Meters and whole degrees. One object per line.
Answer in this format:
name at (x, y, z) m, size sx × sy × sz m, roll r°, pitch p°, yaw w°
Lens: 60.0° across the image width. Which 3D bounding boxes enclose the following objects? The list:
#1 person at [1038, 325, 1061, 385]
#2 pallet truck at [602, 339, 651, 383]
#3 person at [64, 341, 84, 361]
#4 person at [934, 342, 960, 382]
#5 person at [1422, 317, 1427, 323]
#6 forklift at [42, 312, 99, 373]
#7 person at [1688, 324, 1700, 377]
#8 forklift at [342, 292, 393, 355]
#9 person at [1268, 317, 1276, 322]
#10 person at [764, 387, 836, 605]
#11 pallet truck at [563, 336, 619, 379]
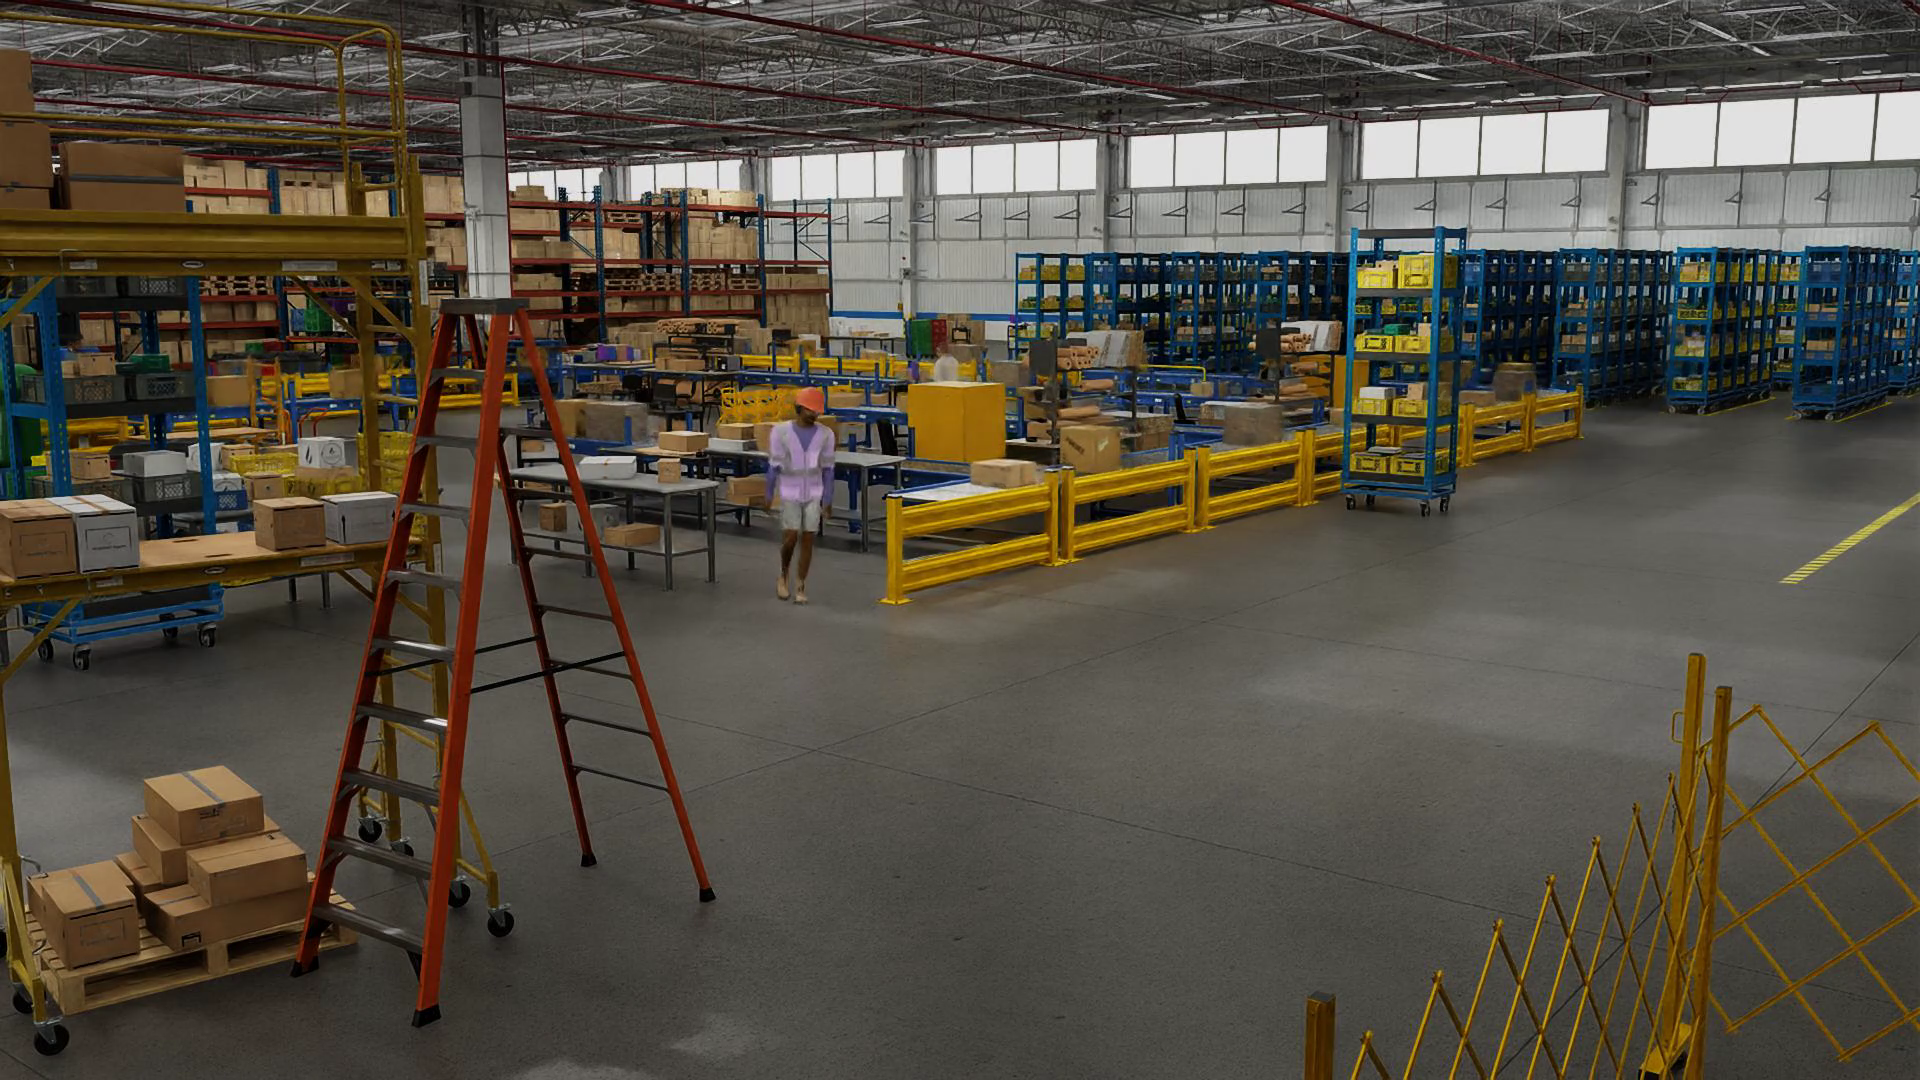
person at (2.308, -4.509, 41.665) m, size 0.687 × 1.744 × 0.533 m, roll 8°, pitch 12°, yaw 42°
pallet truck at (-8.991, -4.871, 45.351) m, size 0.653 × 1.274 × 1.630 m, roll 7°, pitch 11°, yaw 37°
person at (-18.884, -3.462, 35.620) m, size 0.704 × 1.609 × 0.329 m, roll -1°, pitch 9°, yaw -9°
person at (-0.236, -2.461, 28.543) m, size 0.715 × 1.865 × 0.738 m, roll 5°, pitch 11°, yaw 30°
person at (13.138, -5.397, 46.965) m, size 0.590 × 1.837 × 0.403 m, roll 1°, pitch 9°, yaw 5°
forklift at (-23.779, -5.451, 44.052) m, size 1.873 × 2.768 × 1.129 m, roll 7°, pitch 11°, yaw 36°
person at (18.671, -4.647, 42.287) m, size 0.482 × 1.828 × 0.592 m, roll 7°, pitch 12°, yaw 38°
forklift at (-16.485, -5.622, 45.120) m, size 1.129 × 2.768 × 1.873 m, roll 7°, pitch 11°, yaw 37°
person at (9.233, -5.782, 48.882) m, size 0.622 × 1.992 × 0.395 m, roll -4°, pitch 10°, yaw -26°
person at (-1.451, -0.394, 15.212) m, size 0.677 × 2.005 × 0.423 m, roll -3°, pitch 10°, yaw -18°
pallet truck at (-10.690, -5.294, 48.215) m, size 1.601 × 1.201 × 0.680 m, roll -5°, pitch 10°, yaw -26°
